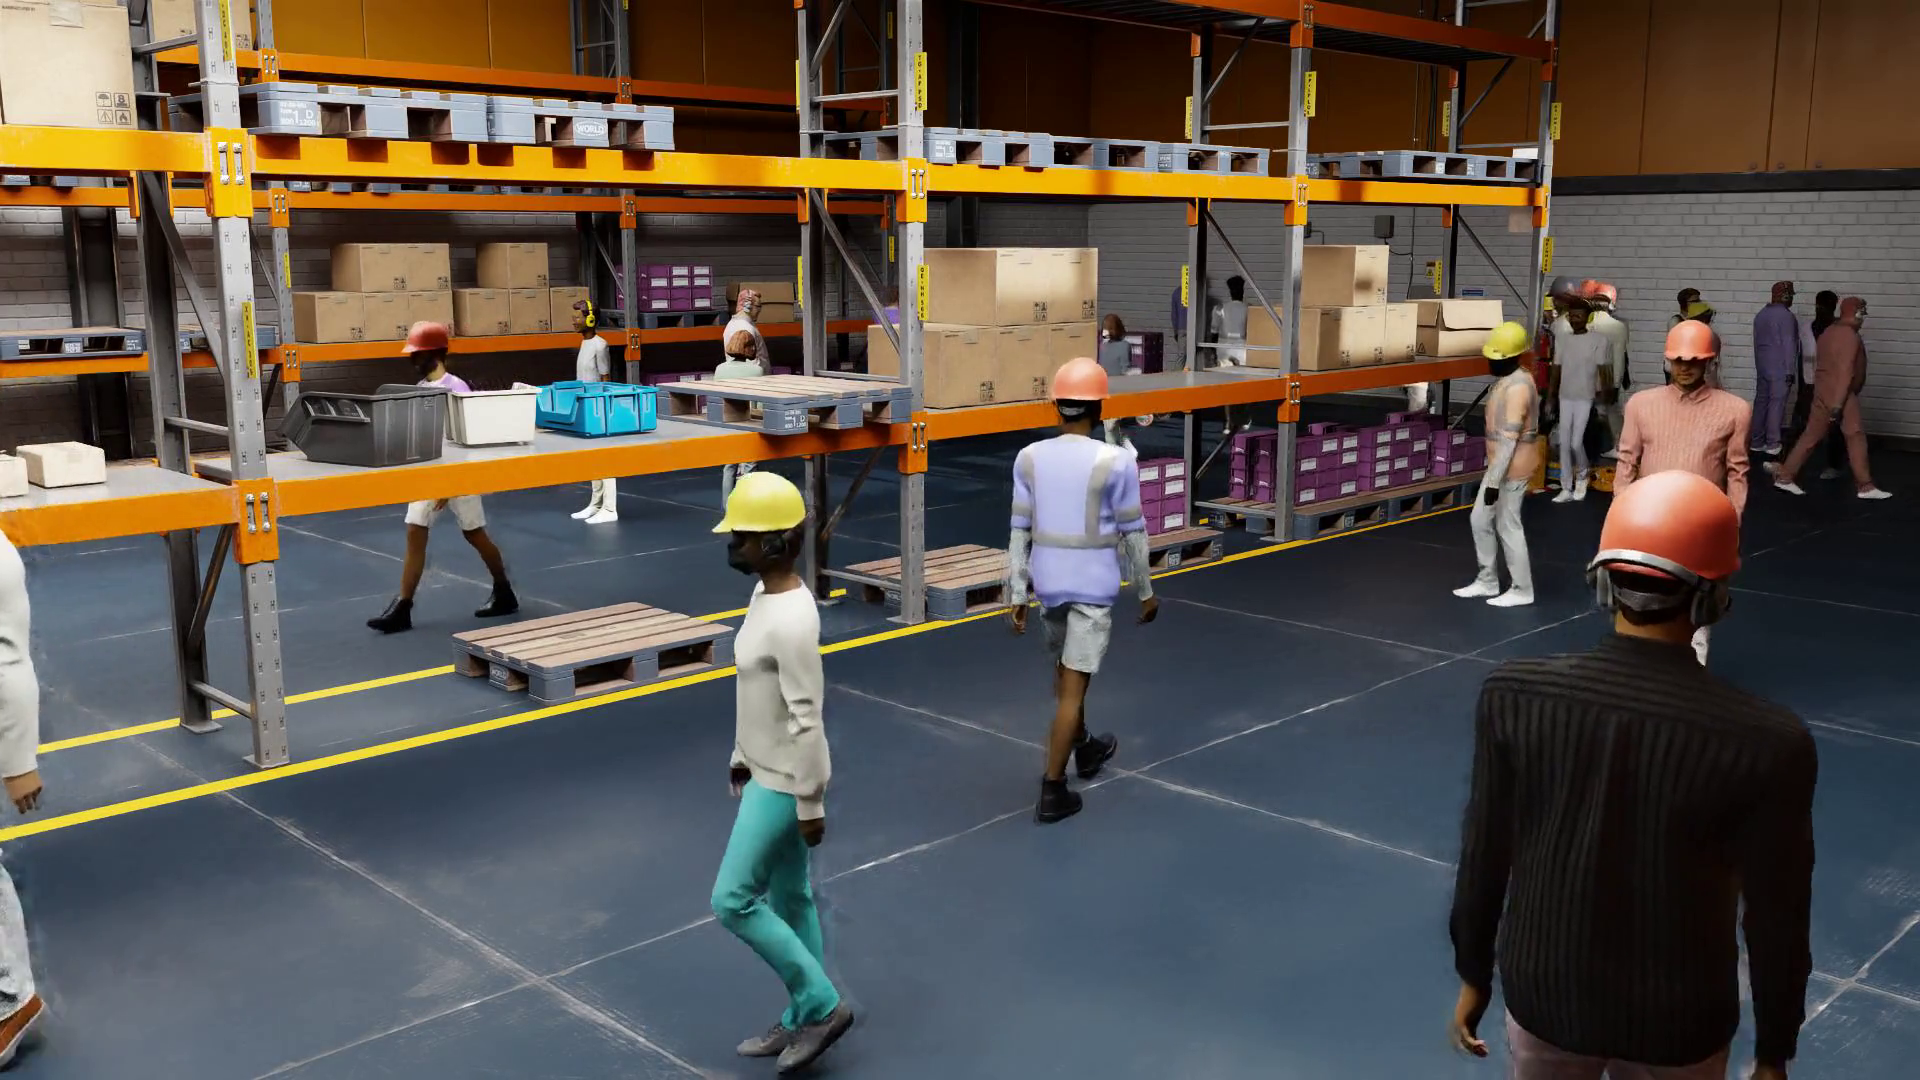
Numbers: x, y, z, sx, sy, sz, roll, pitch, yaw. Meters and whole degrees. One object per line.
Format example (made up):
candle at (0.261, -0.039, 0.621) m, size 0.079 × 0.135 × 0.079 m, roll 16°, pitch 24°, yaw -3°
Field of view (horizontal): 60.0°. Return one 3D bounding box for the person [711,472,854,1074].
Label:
person at (-0.546, 0.675, 4.758) m, size 0.377 × 1.755 × 0.531 m, roll -2°, pitch 10°, yaw -8°

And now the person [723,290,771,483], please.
person at (-1.974, -1.386, 15.589) m, size 0.407 × 1.902 × 0.638 m, roll -5°, pitch 11°, yaw -24°

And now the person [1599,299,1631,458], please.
person at (6.952, -1.818, 18.154) m, size 0.531 × 1.830 × 0.915 m, roll -10°, pitch 14°, yaw -42°

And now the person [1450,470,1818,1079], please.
person at (1.245, 0.859, 3.123) m, size 0.635 × 1.983 × 0.459 m, roll 8°, pitch 13°, yaw 37°

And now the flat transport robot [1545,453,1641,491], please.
flat transport robot at (6.016, -0.676, 16.158) m, size 0.652 × 0.197 × 1.431 m, roll -5°, pitch 12°, yaw -26°

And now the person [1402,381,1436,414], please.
person at (4.983, -1.618, 17.631) m, size 0.744 × 1.610 × 0.540 m, roll -2°, pitch 11°, yaw -10°

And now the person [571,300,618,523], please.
person at (-3.082, -1.074, 13.964) m, size 0.335 × 1.873 × 0.520 m, roll -6°, pitch 12°, yaw -30°

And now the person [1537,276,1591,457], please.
person at (6.073, -1.716, 17.002) m, size 0.995 × 2.000 × 0.704 m, roll 5°, pitch 12°, yaw 27°

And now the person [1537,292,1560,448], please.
person at (6.330, -1.734, 17.729) m, size 0.467 × 1.808 × 0.612 m, roll 4°, pitch 11°, yaw 19°

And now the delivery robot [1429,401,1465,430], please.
delivery robot at (5.297, -1.301, 18.539) m, size 0.477 × 0.478 × 0.707 m, roll -3°, pitch 11°, yaw -18°

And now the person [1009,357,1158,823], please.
person at (0.551, 0.182, 7.048) m, size 0.555 × 1.894 × 0.945 m, roll 7°, pitch 12°, yaw 33°

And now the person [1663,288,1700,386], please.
person at (7.752, -1.779, 17.875) m, size 0.504 × 1.847 × 0.343 m, roll -10°, pitch 14°, yaw -44°

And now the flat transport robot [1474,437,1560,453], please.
flat transport robot at (5.718, -0.935, 17.574) m, size 0.652 × 0.197 × 1.431 m, roll -3°, pitch 11°, yaw -14°

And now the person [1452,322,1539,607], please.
person at (3.478, -0.466, 10.645) m, size 0.574 × 1.865 × 0.673 m, roll 1°, pitch 10°, yaw 5°

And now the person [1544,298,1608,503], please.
person at (5.497, -1.235, 14.892) m, size 0.414 × 1.848 × 0.566 m, roll -10°, pitch 14°, yaw -42°

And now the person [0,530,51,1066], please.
person at (-2.907, 0.597, 4.715) m, size 0.644 × 1.920 × 0.490 m, roll 7°, pitch 13°, yaw 34°

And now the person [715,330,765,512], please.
person at (-1.801, -0.923, 13.785) m, size 0.507 × 1.632 × 0.268 m, roll 6°, pitch 12°, yaw 28°

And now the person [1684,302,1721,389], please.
person at (7.410, -1.516, 16.726) m, size 0.550 × 1.737 × 0.433 m, roll -5°, pitch 12°, yaw -27°

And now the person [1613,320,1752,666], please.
person at (3.589, -0.102, 8.332) m, size 0.622 × 1.990 × 0.402 m, roll 6°, pitch 12°, yaw 30°

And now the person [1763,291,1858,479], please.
person at (8.384, -1.495, 16.278) m, size 1.001 × 1.858 × 0.618 m, roll -6°, pitch 12°, yaw -31°

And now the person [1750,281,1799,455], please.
person at (8.981, -1.883, 18.276) m, size 0.410 × 1.909 × 0.643 m, roll -1°, pitch 10°, yaw -7°

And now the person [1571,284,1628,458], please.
person at (6.253, -1.579, 16.563) m, size 0.671 × 1.943 × 1.019 m, roll 6°, pitch 12°, yaw 29°

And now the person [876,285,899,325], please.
person at (-0.839, -2.194, 20.233) m, size 0.583 × 1.812 × 0.783 m, roll 7°, pitch 12°, yaw 33°

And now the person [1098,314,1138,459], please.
person at (1.556, -1.470, 16.787) m, size 0.385 × 1.619 × 0.528 m, roll -6°, pitch 12°, yaw -31°

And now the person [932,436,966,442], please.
person at (-0.119, -2.010, 19.612) m, size 0.547 × 1.666 × 0.780 m, roll 5°, pitch 11°, yaw 24°

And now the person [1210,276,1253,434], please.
person at (3.369, -2.276, 20.449) m, size 0.607 × 1.898 × 0.975 m, roll 2°, pitch 11°, yaw 11°

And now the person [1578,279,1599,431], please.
person at (6.725, -1.833, 17.935) m, size 0.546 × 1.934 × 0.376 m, roll 1°, pitch 10°, yaw 5°

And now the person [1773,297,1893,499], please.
person at (8.042, -1.302, 15.276) m, size 0.941 × 1.861 × 0.636 m, roll 0°, pitch 10°, yaw 0°

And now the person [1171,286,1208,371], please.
person at (3.449, -3.121, 24.953) m, size 0.352 × 1.933 × 0.634 m, roll -9°, pitch 14°, yaw -42°

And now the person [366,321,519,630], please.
person at (-3.198, -0.401, 10.259) m, size 0.546 × 1.890 × 0.996 m, roll 8°, pitch 13°, yaw 36°
